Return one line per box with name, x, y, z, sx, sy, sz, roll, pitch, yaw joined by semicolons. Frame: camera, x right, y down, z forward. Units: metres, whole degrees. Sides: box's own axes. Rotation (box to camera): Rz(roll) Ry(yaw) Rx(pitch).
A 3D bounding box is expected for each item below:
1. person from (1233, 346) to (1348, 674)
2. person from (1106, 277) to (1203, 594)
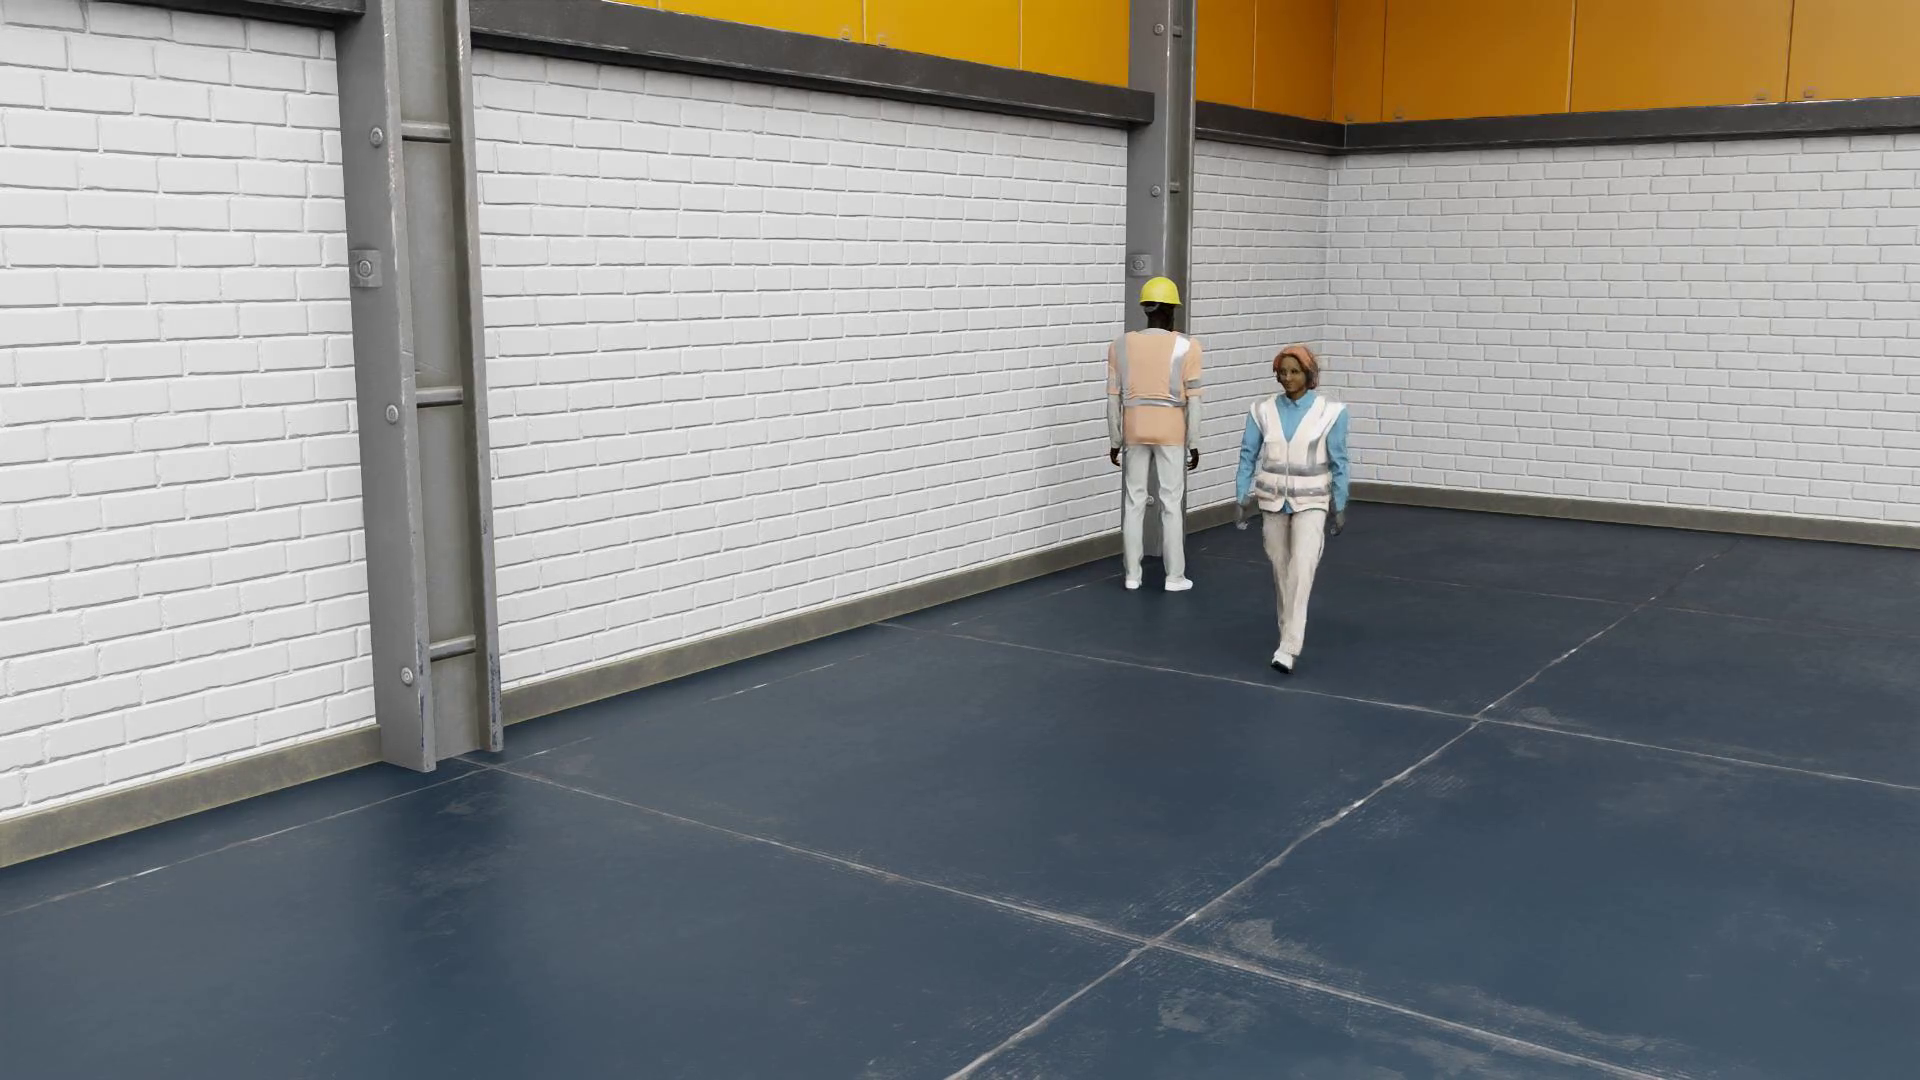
person;1.604;-0.142;8.189;0.526;1.599;0.846;5;11;30
person;1.186;-0.633;10.158;0.589;1.924;0.384;3;10;20
